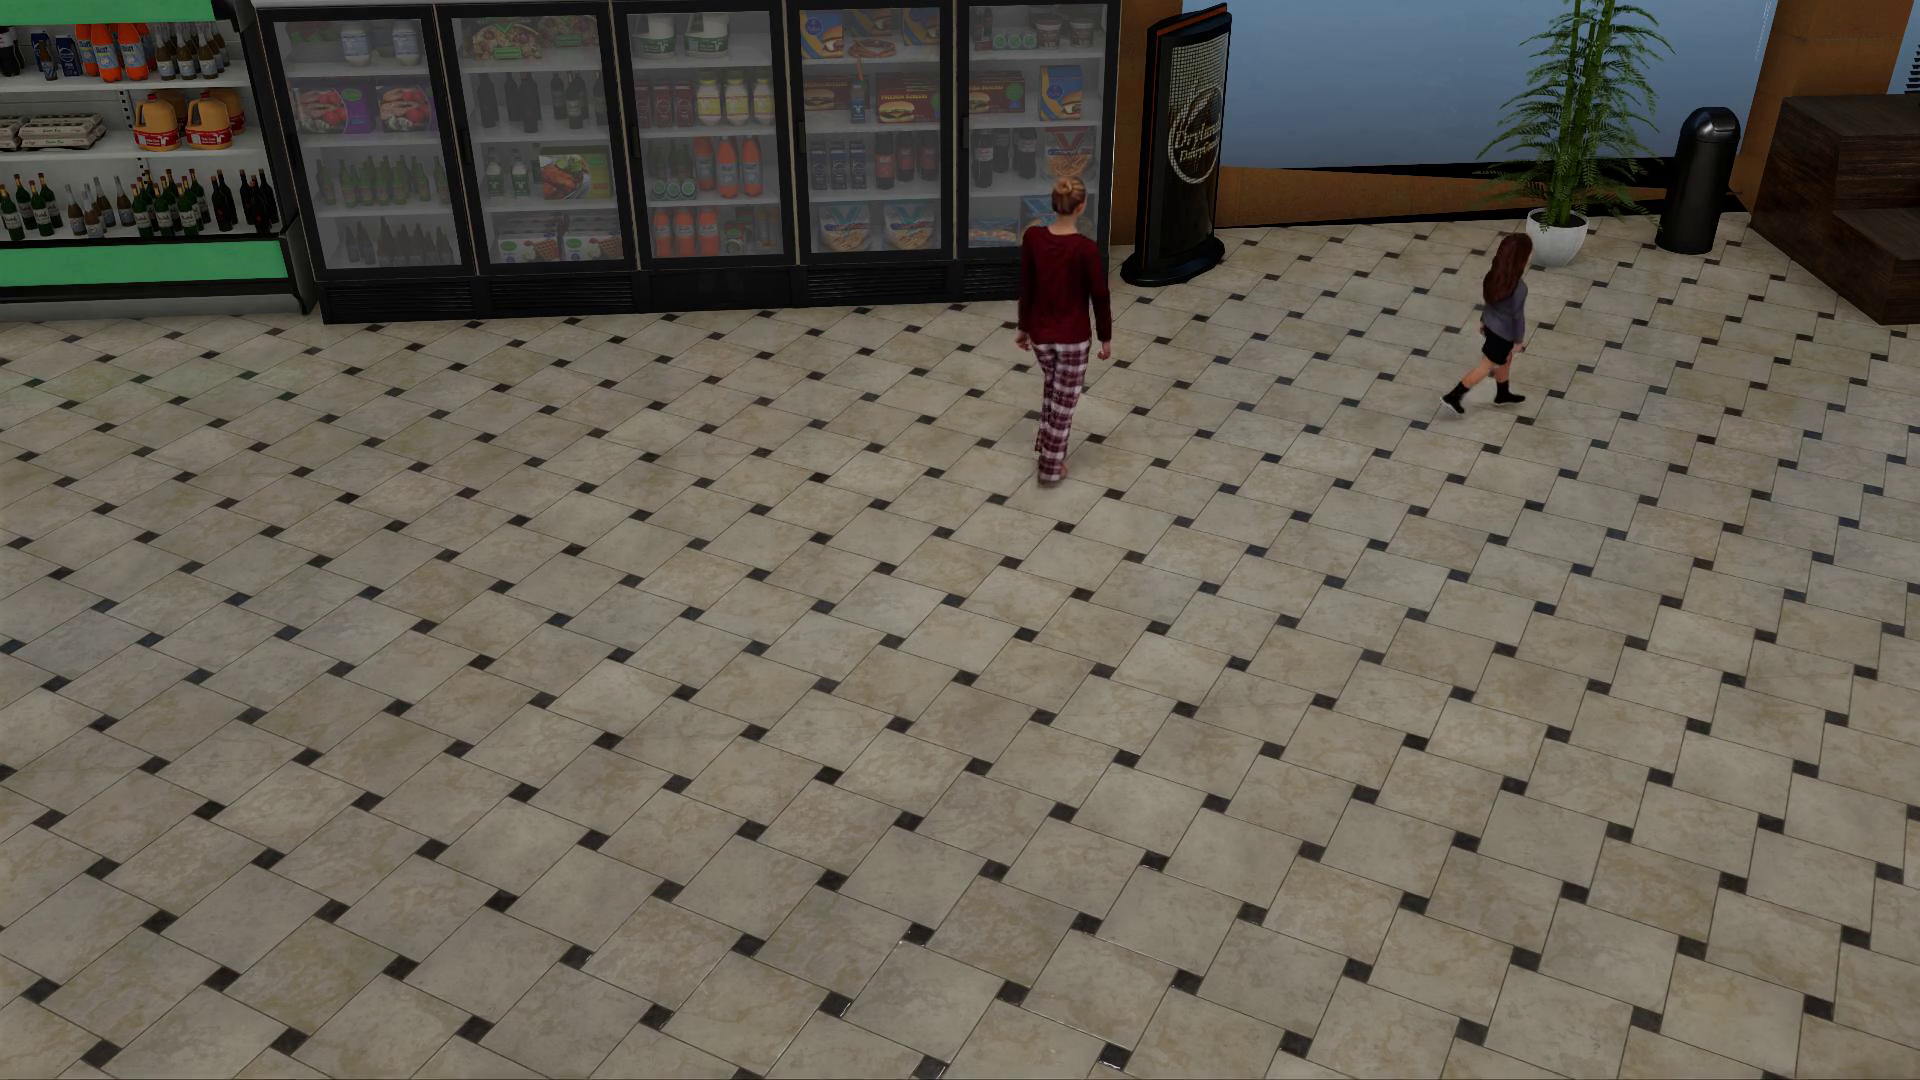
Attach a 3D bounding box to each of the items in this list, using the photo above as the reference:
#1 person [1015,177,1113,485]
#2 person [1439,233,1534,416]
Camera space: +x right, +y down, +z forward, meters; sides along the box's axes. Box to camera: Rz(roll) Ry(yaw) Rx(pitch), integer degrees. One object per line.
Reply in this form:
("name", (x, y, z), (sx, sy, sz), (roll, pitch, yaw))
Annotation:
("person", (0.478, -1.040, 8.558), (0.773, 1.685, 0.846), (18, 36, 26))
("person", (2.999, -1.195, 9.379), (0.795, 1.081, 0.525), (-5, 32, -8))
